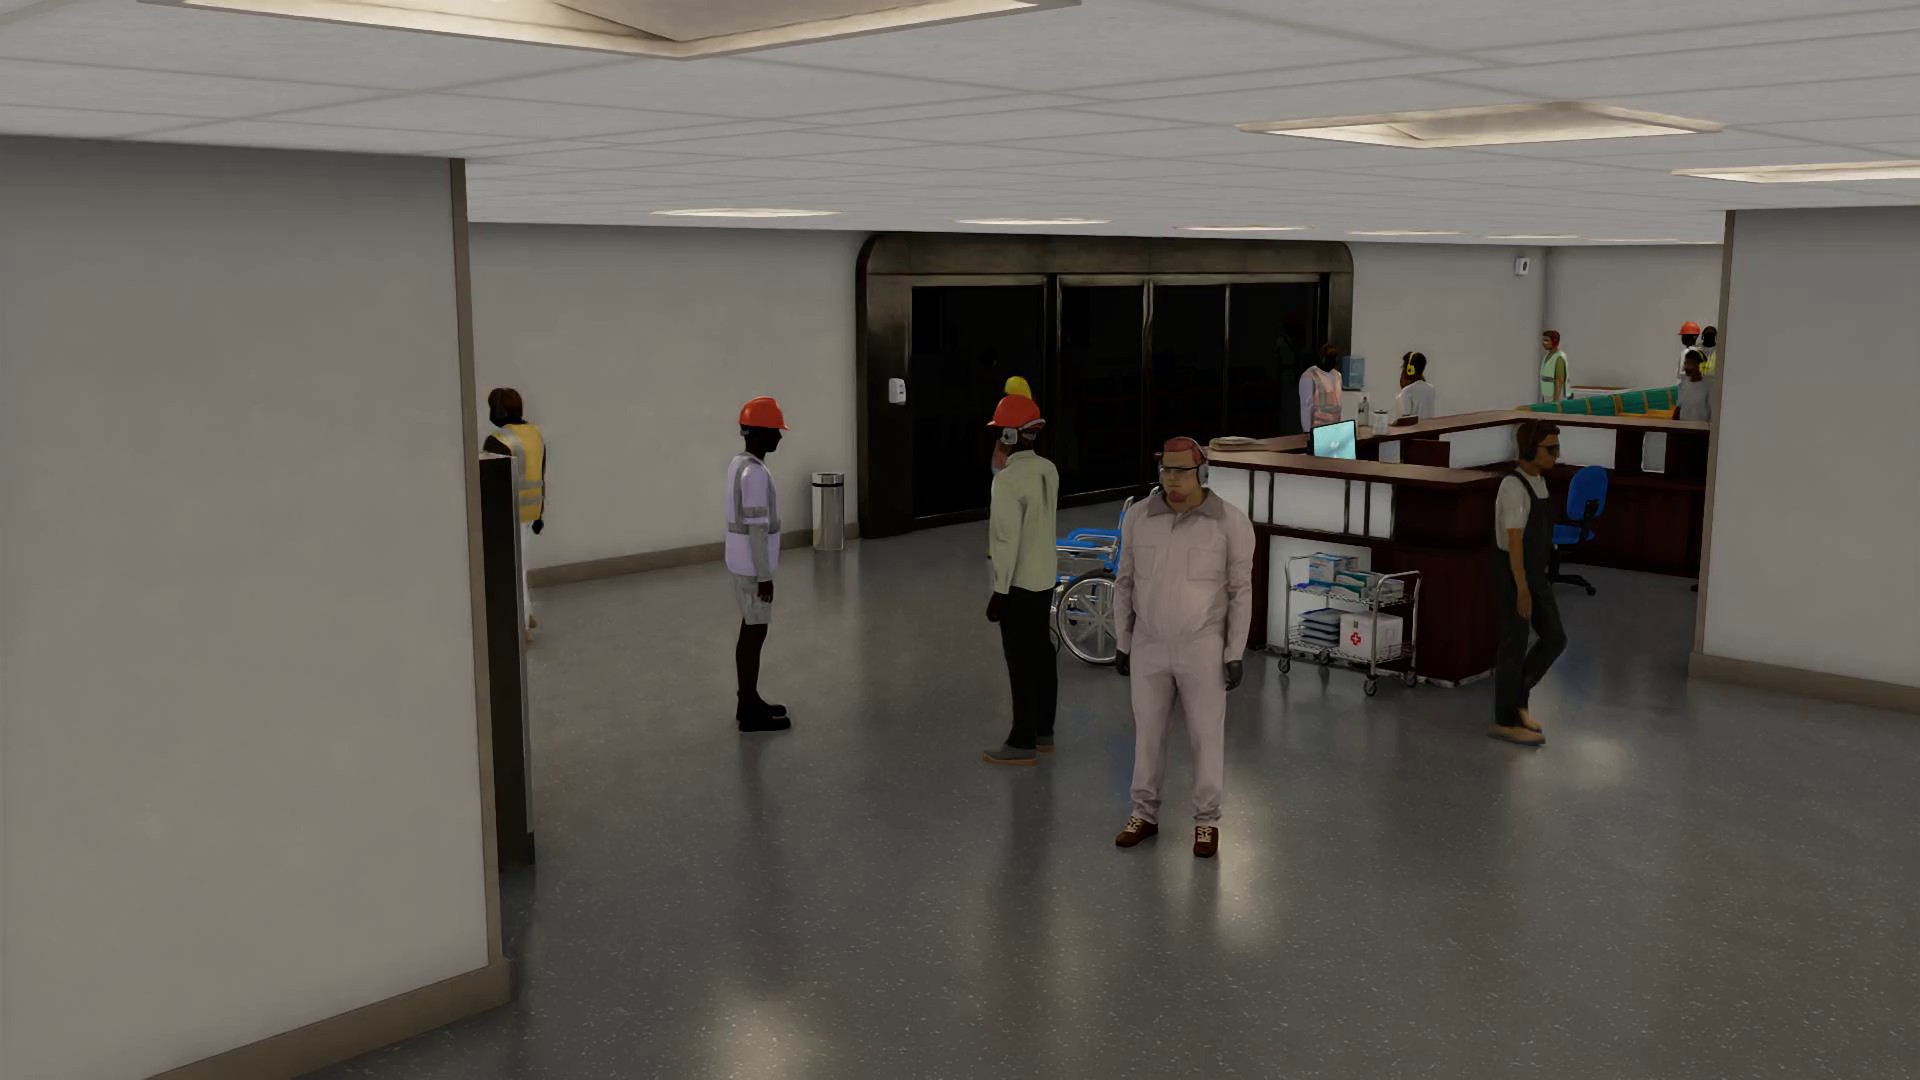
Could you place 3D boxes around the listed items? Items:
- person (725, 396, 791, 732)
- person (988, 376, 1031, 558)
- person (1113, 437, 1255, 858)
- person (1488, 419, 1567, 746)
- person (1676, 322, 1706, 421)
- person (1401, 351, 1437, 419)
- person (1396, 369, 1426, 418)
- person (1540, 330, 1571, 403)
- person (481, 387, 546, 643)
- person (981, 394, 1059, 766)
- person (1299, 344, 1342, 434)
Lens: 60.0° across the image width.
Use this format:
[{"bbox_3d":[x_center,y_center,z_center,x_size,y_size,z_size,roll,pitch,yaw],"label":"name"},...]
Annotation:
[{"bbox_3d":[-1.158,0.137,9.617,0.390,1.929,0.545,-2,10,-15],"label":"person"},{"bbox_3d":[0.487,-0.633,14.985,0.405,1.717,0.555,-2,10,-15],"label":"person"},{"bbox_3d":[0.994,0.481,7.569,0.641,1.908,0.407,4,10,23],"label":"person"},{"bbox_3d":[3.150,0.241,9.249,0.391,1.830,0.526,8,12,42],"label":"person"},{"bbox_3d":[9.972,-2.023,22.833,0.553,1.935,0.364,-9,13,-43],"label":"person"},{"bbox_3d":[4.434,-0.903,16.217,0.506,1.860,0.327,-8,12,-40],"label":"person"},{"bbox_3d":[4.820,-1.048,17.786,0.498,1.632,0.285,-6,11,-31],"label":"person"},{"bbox_3d":[8.029,-1.913,22.489,0.397,1.836,0.560,0,9,0],"label":"person"},{"bbox_3d":[-3.223,-0.166,11.786,0.509,1.827,0.636,2,9,11],"label":"person"},{"bbox_3d":[0.320,0.213,8.937,0.393,1.995,0.612,5,11,28],"label":"person"},{"bbox_3d":[4.015,-1.258,18.485,0.628,1.832,0.432,-8,12,-41],"label":"person"}]
